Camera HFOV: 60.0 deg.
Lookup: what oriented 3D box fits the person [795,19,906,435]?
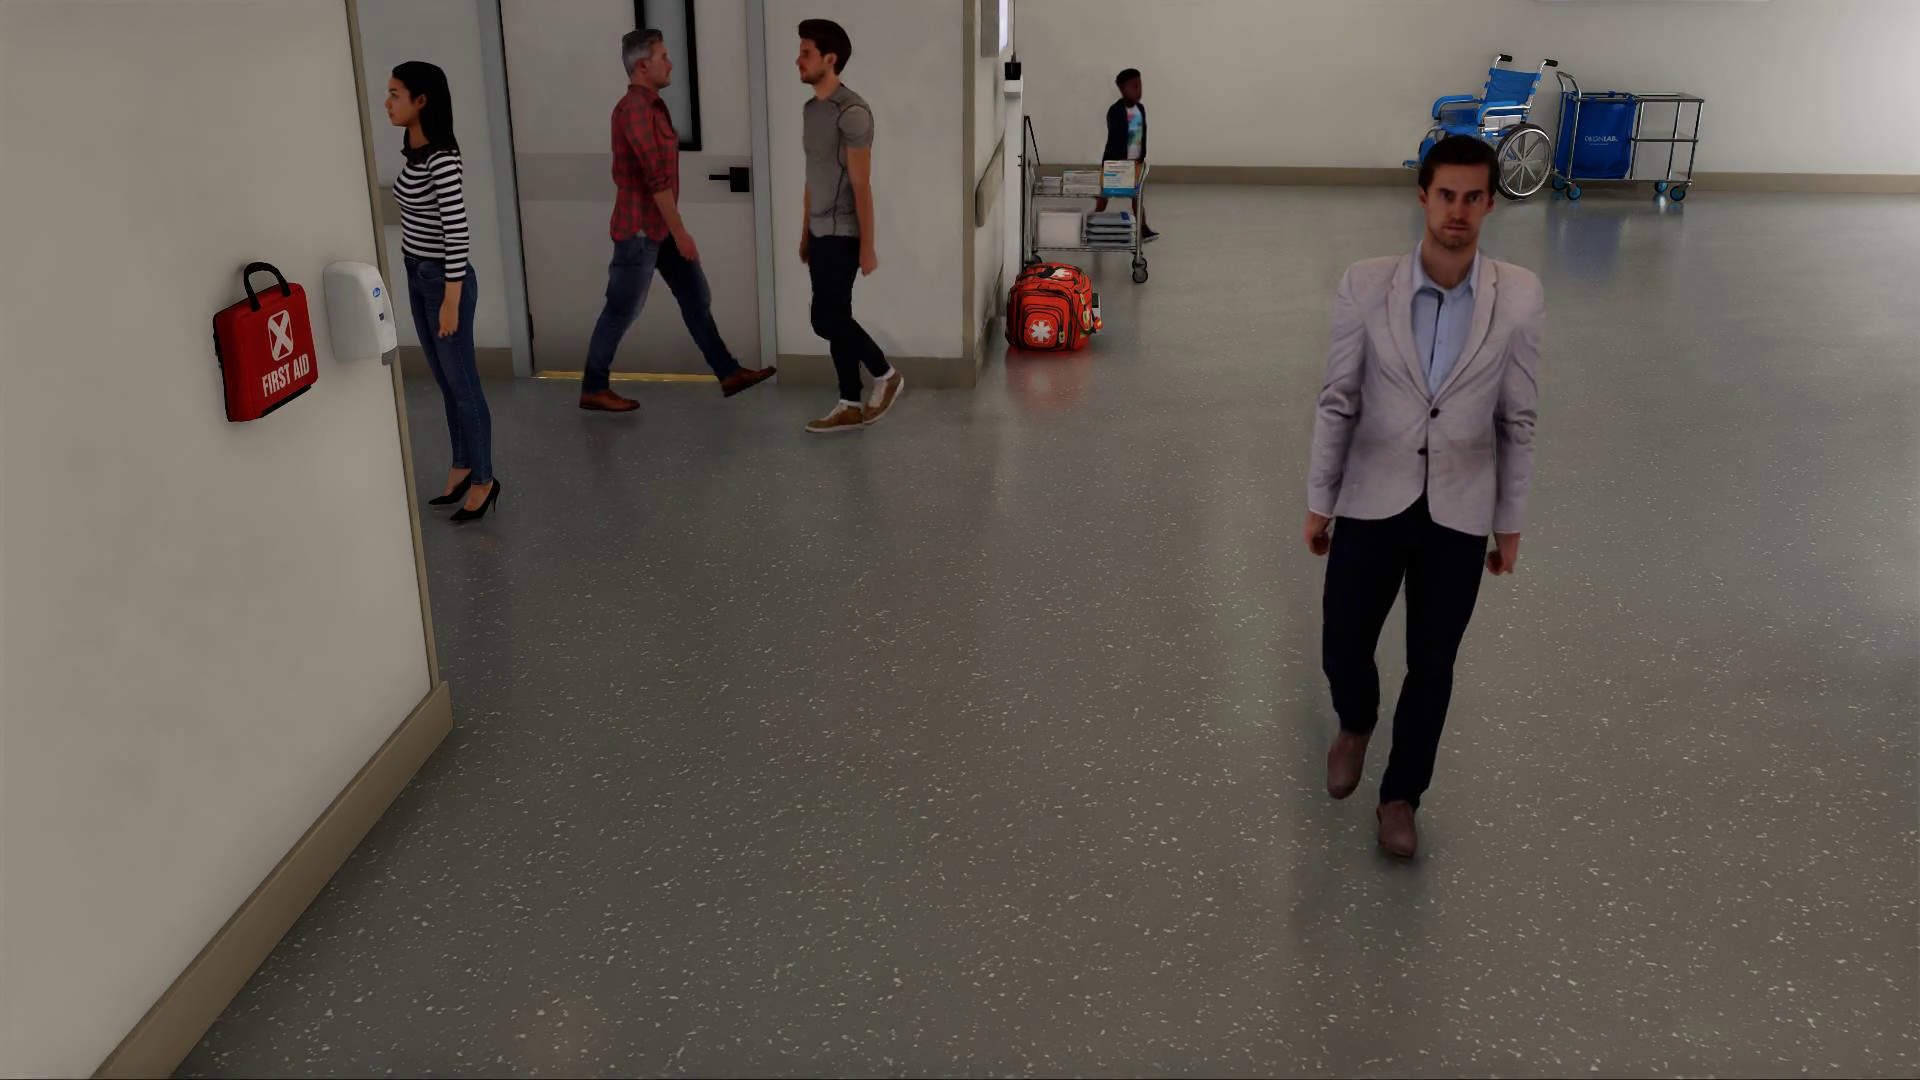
[{"bbox_3d":[-0.479,-1.396,7.608,0.886,1.876,0.825,-12,24,-29],"label":"person"}]

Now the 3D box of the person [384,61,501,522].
[{"bbox_3d":[-2.033,-0.959,6.543,0.712,1.796,0.623,-13,24,-31],"label":"person"}]

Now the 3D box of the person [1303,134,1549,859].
[{"bbox_3d":[1.164,-0.112,4.263,0.741,1.843,0.747,5,21,13],"label":"person"}]

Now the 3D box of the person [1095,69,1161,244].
[{"bbox_3d":[1.143,-2.803,12.219,0.829,1.241,0.925,-14,25,-32],"label":"person"}]

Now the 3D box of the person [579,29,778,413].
[{"bbox_3d":[-1.579,-1.448,7.878,0.857,1.781,1.160,-1,21,-2],"label":"person"}]
